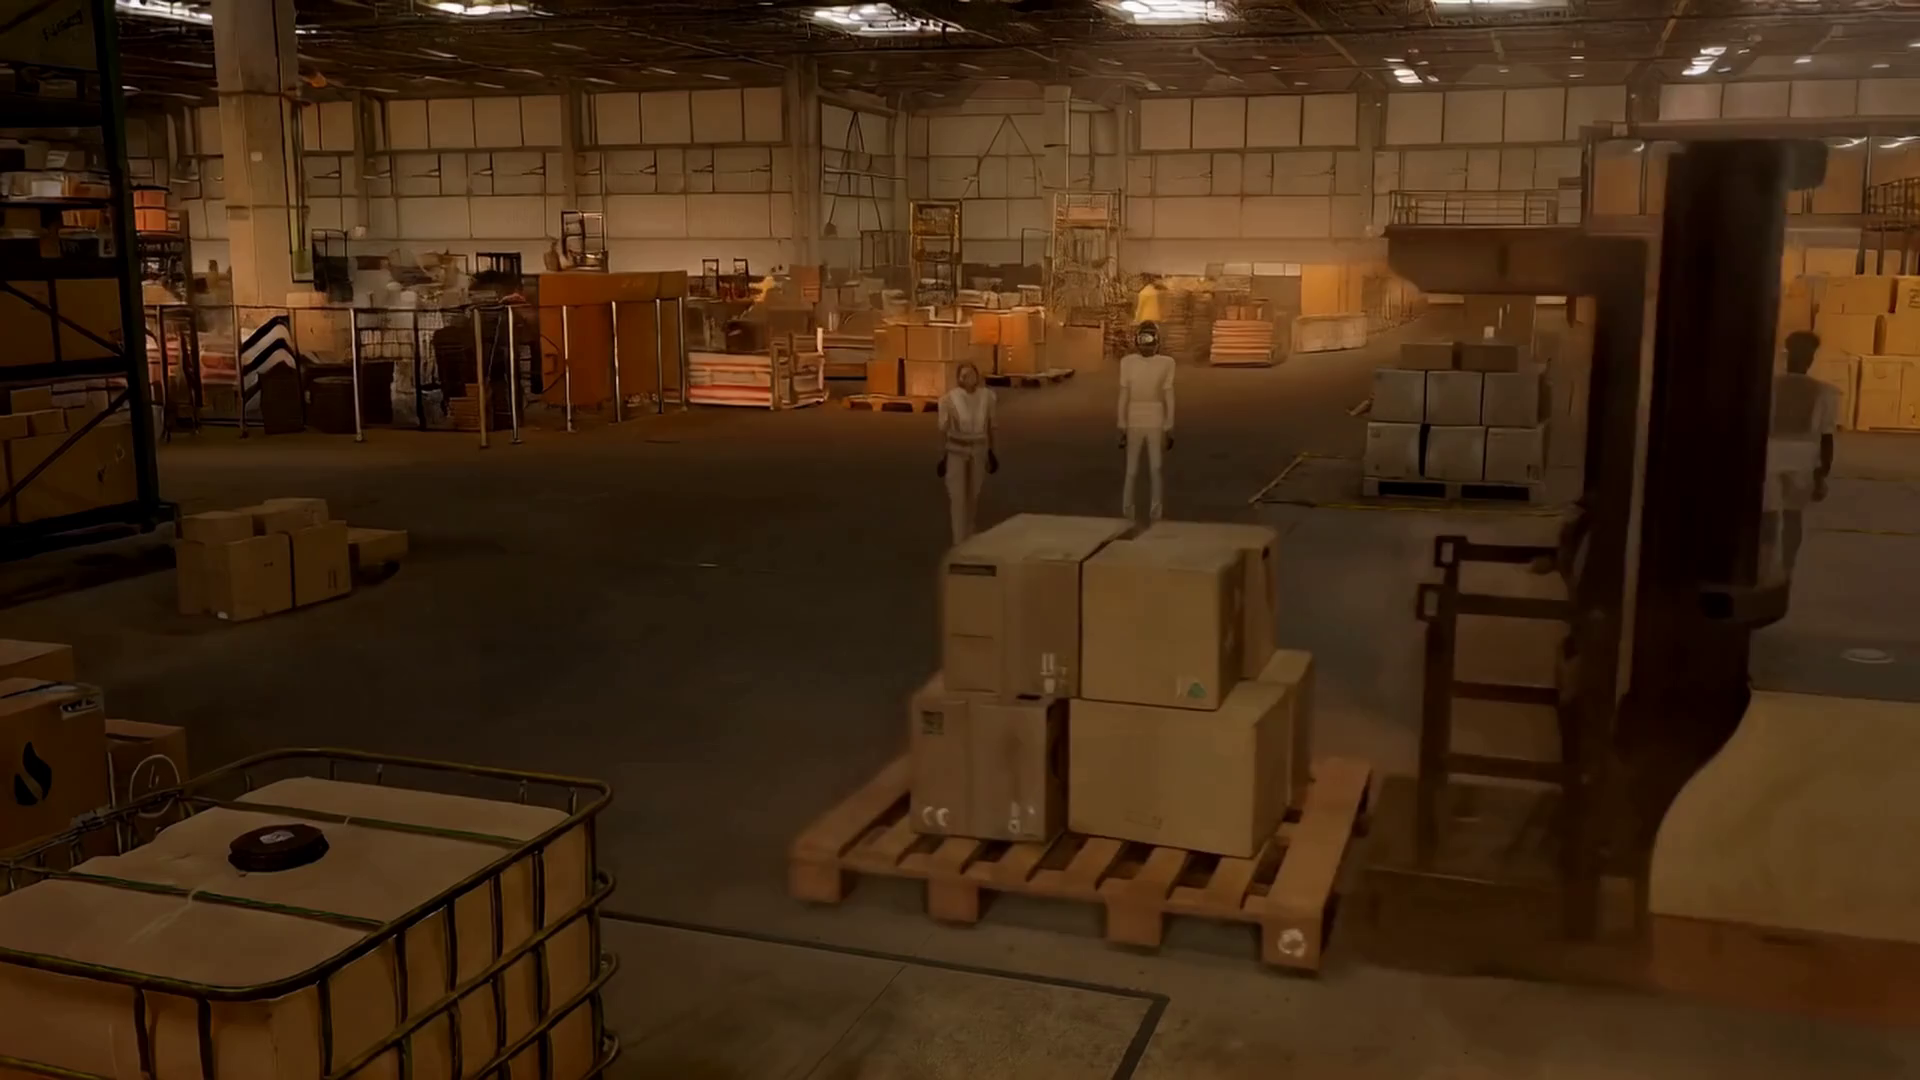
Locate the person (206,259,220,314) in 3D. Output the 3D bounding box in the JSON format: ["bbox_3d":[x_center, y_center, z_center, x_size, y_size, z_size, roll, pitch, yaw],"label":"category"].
[{"bbox_3d":[-27.135,-9.206,60.451,0.626,1.978,0.458,8,13,37],"label":"person"}]

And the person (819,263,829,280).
[{"bbox_3d":[-4.061,-7.285,49.684,0.693,1.976,0.955,8,13,37],"label":"person"}]

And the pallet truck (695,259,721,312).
[{"bbox_3d":[-9.165,-9.627,62.776,0.823,1.965,1.885,4,11,23],"label":"pallet truck"}]

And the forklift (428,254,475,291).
[{"bbox_3d":[-20.133,-10.254,65.465,1.157,1.987,2.680,3,11,19],"label":"forklift"}]

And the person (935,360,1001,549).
[{"bbox_3d":[0.048,-0.648,13.332,0.531,1.601,0.594,-4,11,-23],"label":"person"}]

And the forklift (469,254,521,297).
[{"bbox_3d":[-17.990,-10.121,64.684,1.157,1.987,2.680,3,11,17],"label":"forklift"}]

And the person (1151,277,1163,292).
[{"bbox_3d":[4.693,-5.408,39.740,0.318,1.740,0.488,3,11,19],"label":"person"}]

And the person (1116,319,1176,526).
[{"bbox_3d":[1.609,-0.978,14.424,0.512,1.872,0.328,1,10,4],"label":"person"}]

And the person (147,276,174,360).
[{"bbox_3d":[-16.834,-4.603,34.906,0.920,1.847,0.723,10,14,44],"label":"person"}]

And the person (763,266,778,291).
[{"bbox_3d":[-5.485,-7.042,48.553,0.570,1.870,0.986,6,12,31],"label":"person"}]

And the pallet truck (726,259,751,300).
[{"bbox_3d":[-7.986,-9.493,62.019,0.823,1.965,1.885,3,11,17],"label":"pallet truck"}]

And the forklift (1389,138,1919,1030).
[{"bbox_3d":[2.551,0.062,5.724,1.873,2.768,1.129,3,11,19],"label":"forklift"}]

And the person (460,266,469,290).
[{"bbox_3d":[-17.275,-8.712,58.301,0.686,1.739,0.553,-2,10,-13],"label":"person"}]

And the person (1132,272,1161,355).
[{"bbox_3d":[3.790,-4.512,34.129,1.011,1.937,0.644,7,12,34],"label":"person"}]

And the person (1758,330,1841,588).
[{"bbox_3d":[5.869,-0.529,11.795,0.604,1.920,0.993,4,11,21],"label":"person"}]
